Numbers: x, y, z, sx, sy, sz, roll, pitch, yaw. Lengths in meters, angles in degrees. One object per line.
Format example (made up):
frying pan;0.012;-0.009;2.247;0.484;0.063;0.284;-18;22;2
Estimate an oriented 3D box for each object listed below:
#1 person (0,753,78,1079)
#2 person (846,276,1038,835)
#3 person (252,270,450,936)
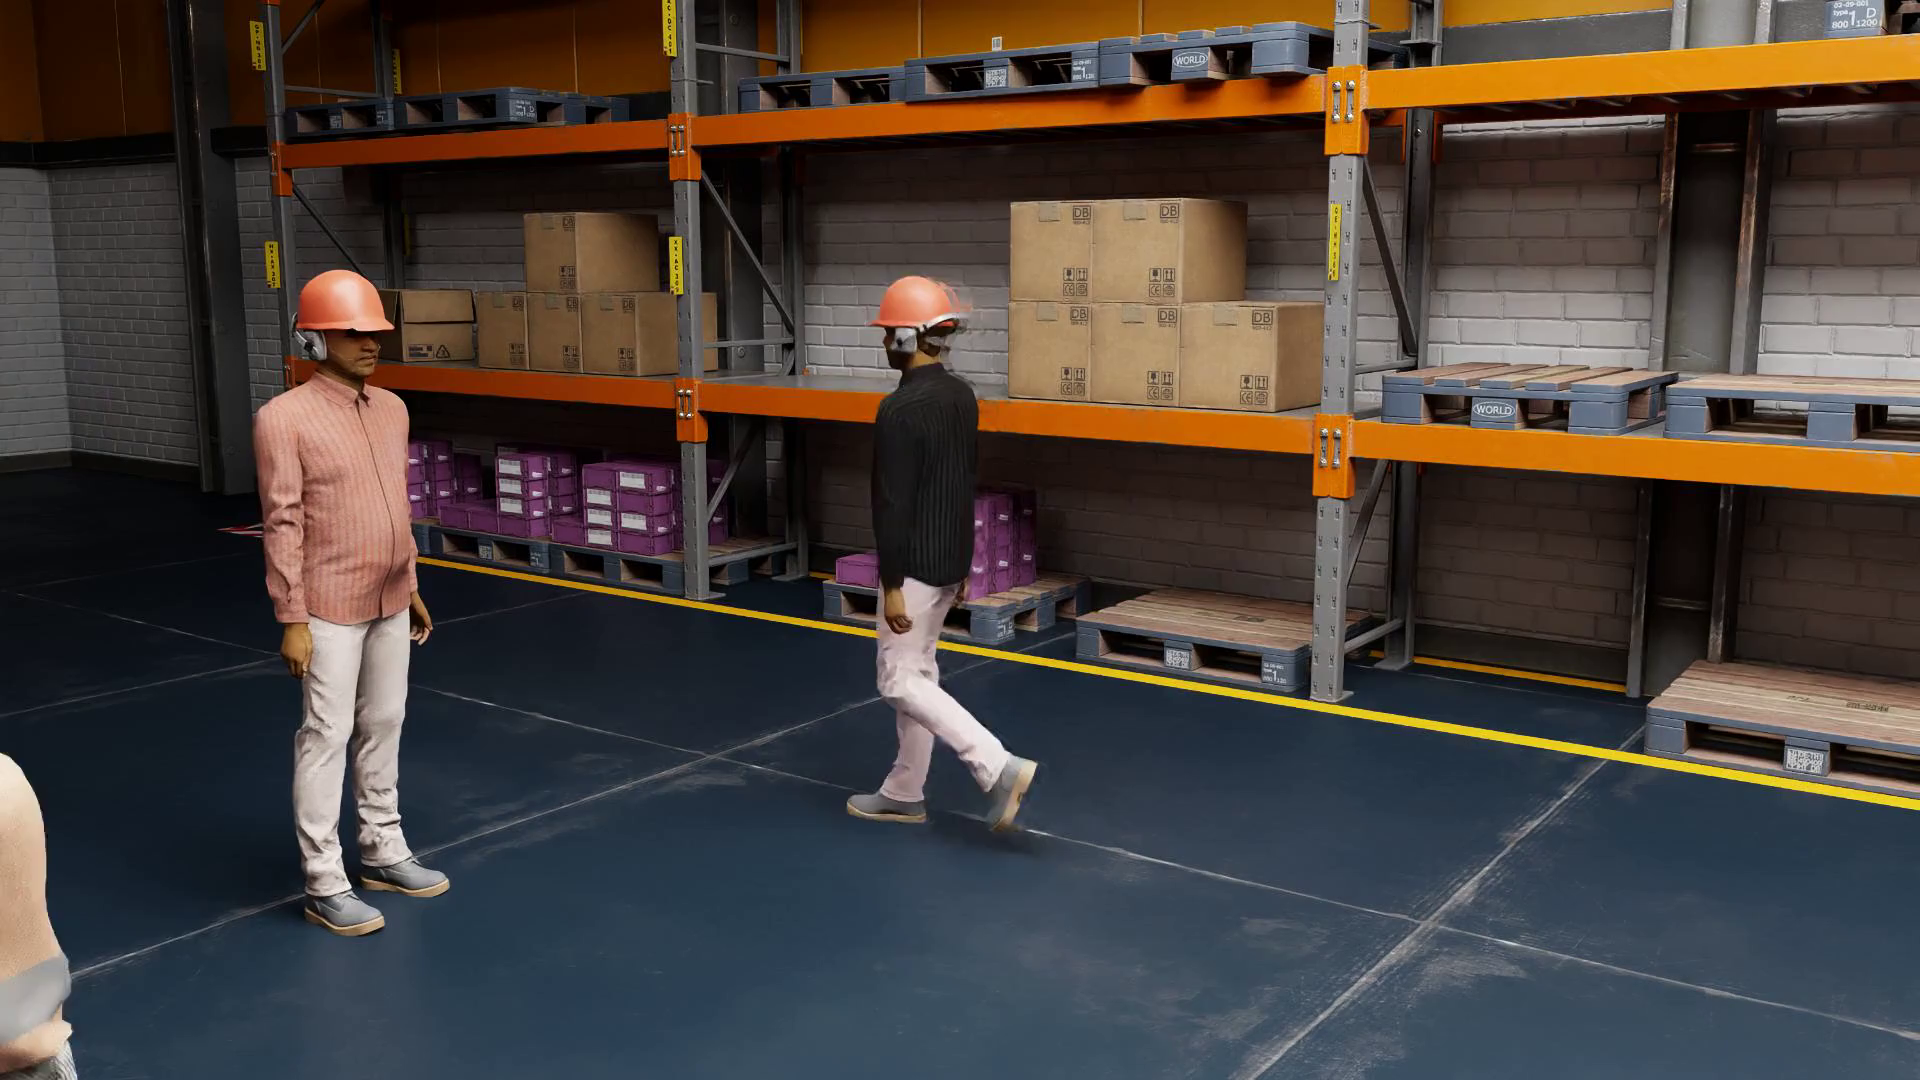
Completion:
person;-1.157;0.808;1.614;0.458;1.908;0.605;8;12;39
person;-0.068;0.080;5.768;0.741;1.974;0.621;5;11;27
person;-1.851;0.182;5.086;0.382;1.993;0.622;3;10;20
